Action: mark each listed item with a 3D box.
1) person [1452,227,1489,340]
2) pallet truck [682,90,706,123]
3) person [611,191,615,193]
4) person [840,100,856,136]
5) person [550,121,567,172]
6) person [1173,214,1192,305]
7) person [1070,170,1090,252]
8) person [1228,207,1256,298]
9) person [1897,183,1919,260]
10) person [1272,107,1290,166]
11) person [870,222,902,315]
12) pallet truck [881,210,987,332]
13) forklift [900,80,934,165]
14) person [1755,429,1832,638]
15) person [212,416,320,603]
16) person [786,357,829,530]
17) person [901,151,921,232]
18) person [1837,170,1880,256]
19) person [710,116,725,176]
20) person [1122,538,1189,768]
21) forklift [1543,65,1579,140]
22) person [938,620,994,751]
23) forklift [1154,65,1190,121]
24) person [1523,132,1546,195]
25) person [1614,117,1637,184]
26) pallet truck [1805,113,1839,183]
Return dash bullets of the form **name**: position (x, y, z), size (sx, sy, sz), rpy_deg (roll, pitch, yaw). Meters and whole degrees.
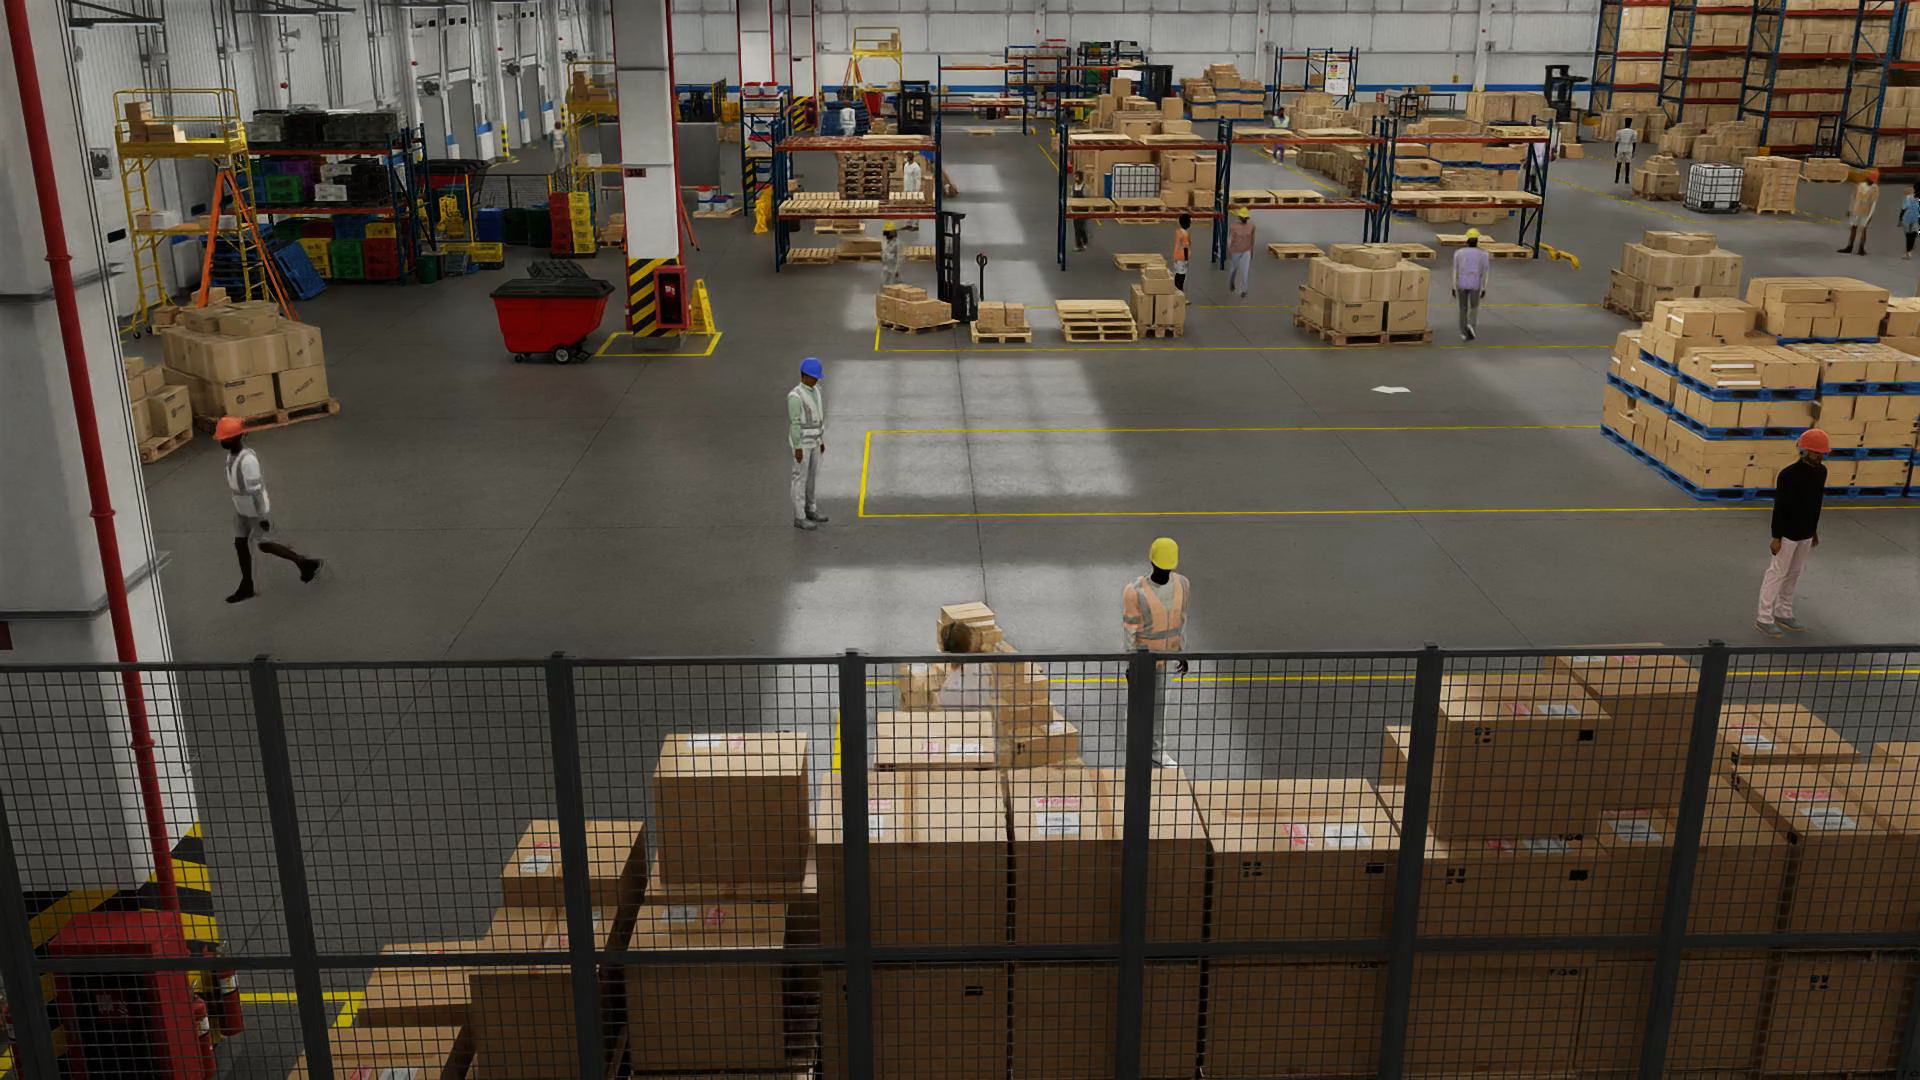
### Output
- **person**: position (8.638, -4.335, 28.229), size (0.582, 1.909, 0.437), rpy_deg (6, 20, 18)
- **pallet truck**: position (-9.671, -15.907, 62.421), size (0.823, 1.965, 1.885), rpy_deg (5, 19, 15)
- **person**: position (-10.064, -10.984, 47.974), size (0.565, 1.887, 0.969), rpy_deg (3, 19, 8)
- **person**: position (-3.953, -14.579, 58.676), size (0.602, 1.864, 0.462), rpy_deg (7, 20, 20)
- **person**: position (-12.752, -12.489, 52.855), size (0.528, 1.621, 0.537), rpy_deg (-4, 19, -11)
- **person**: position (4.208, -5.318, 31.470), size (0.320, 1.695, 0.537), rpy_deg (-3, 19, -9)
- **person**: position (2.676, -7.386, 37.397), size (0.554, 1.830, 0.409), rpy_deg (17, 25, 41)
- **person**: position (5.451, -5.637, 32.365), size (0.533, 1.734, 0.818), rpy_deg (-1, 19, -4)
- **person**: position (20.809, -6.960, 36.388), size (0.798, 1.664, 0.556), rpy_deg (-14, 23, -36)
- **person**: position (10.596, -13.338, 54.954), size (0.598, 1.905, 0.446), rpy_deg (0, 19, 0)
- **person**: position (-1.302, -4.935, 30.318), size (0.505, 1.699, 0.866), rpy_deg (13, 23, 34)
- **pallet truck**: position (-0.493, -4.759, 29.349), size (1.885, 1.965, 0.823), rpy_deg (-13, 23, -34)
- **forklift**: position (-1.439, -13.389, 53.591), size (1.129, 2.768, 1.873), rpy_deg (-2, 19, -6)
- **person**: position (7.778, -0.073, 15.451), size (0.623, 1.992, 0.396), rpy_deg (-10, 21, -27)
- **person**: position (-6.906, -0.349, 16.440), size (0.566, 1.906, 0.847), rpy_deg (18, 25, 42)
- **person**: position (-1.690, -1.092, 18.564), size (0.411, 1.937, 0.604), rpy_deg (8, 20, 23)
- **person**: position (-1.188, -8.513, 40.586), size (0.371, 1.935, 0.627), rpy_deg (-12, 22, -32)
- **person**: position (20.034, -7.301, 37.076), size (0.366, 1.892, 0.716), rpy_deg (-14, 23, -35)
- **person**: position (-7.758, -12.166, 51.517), size (1.017, 1.889, 0.673), rpy_deg (-17, 25, -41)
- **person**: position (1.505, 0.886, 12.723), size (0.585, 1.921, 0.383), rpy_deg (-10, 21, -28)
- **forklift**: position (22.435, -16.536, 62.927), size (1.129, 2.768, 1.873), rpy_deg (-10, 21, -26)
- **person**: position (-0.003, 1.448, 11.059), size (0.439, 1.909, 0.641), rpy_deg (5, 19, 14)
- **forklift**: position (7.665, -16.455, 62.686), size (1.873, 2.768, 1.129), rpy_deg (11, 22, 30)
- **person**: position (16.265, -10.661, 46.990), size (0.566, 1.920, 0.729), rpy_deg (-2, 19, -5)
- **person**: position (19.965, -11.683, 49.937), size (0.603, 1.967, 0.366), rpy_deg (8, 20, 23)
- **pallet truck**: position (26.403, -11.957, 50.702), size (0.823, 1.965, 1.885), rpy_deg (6, 19, 16)
